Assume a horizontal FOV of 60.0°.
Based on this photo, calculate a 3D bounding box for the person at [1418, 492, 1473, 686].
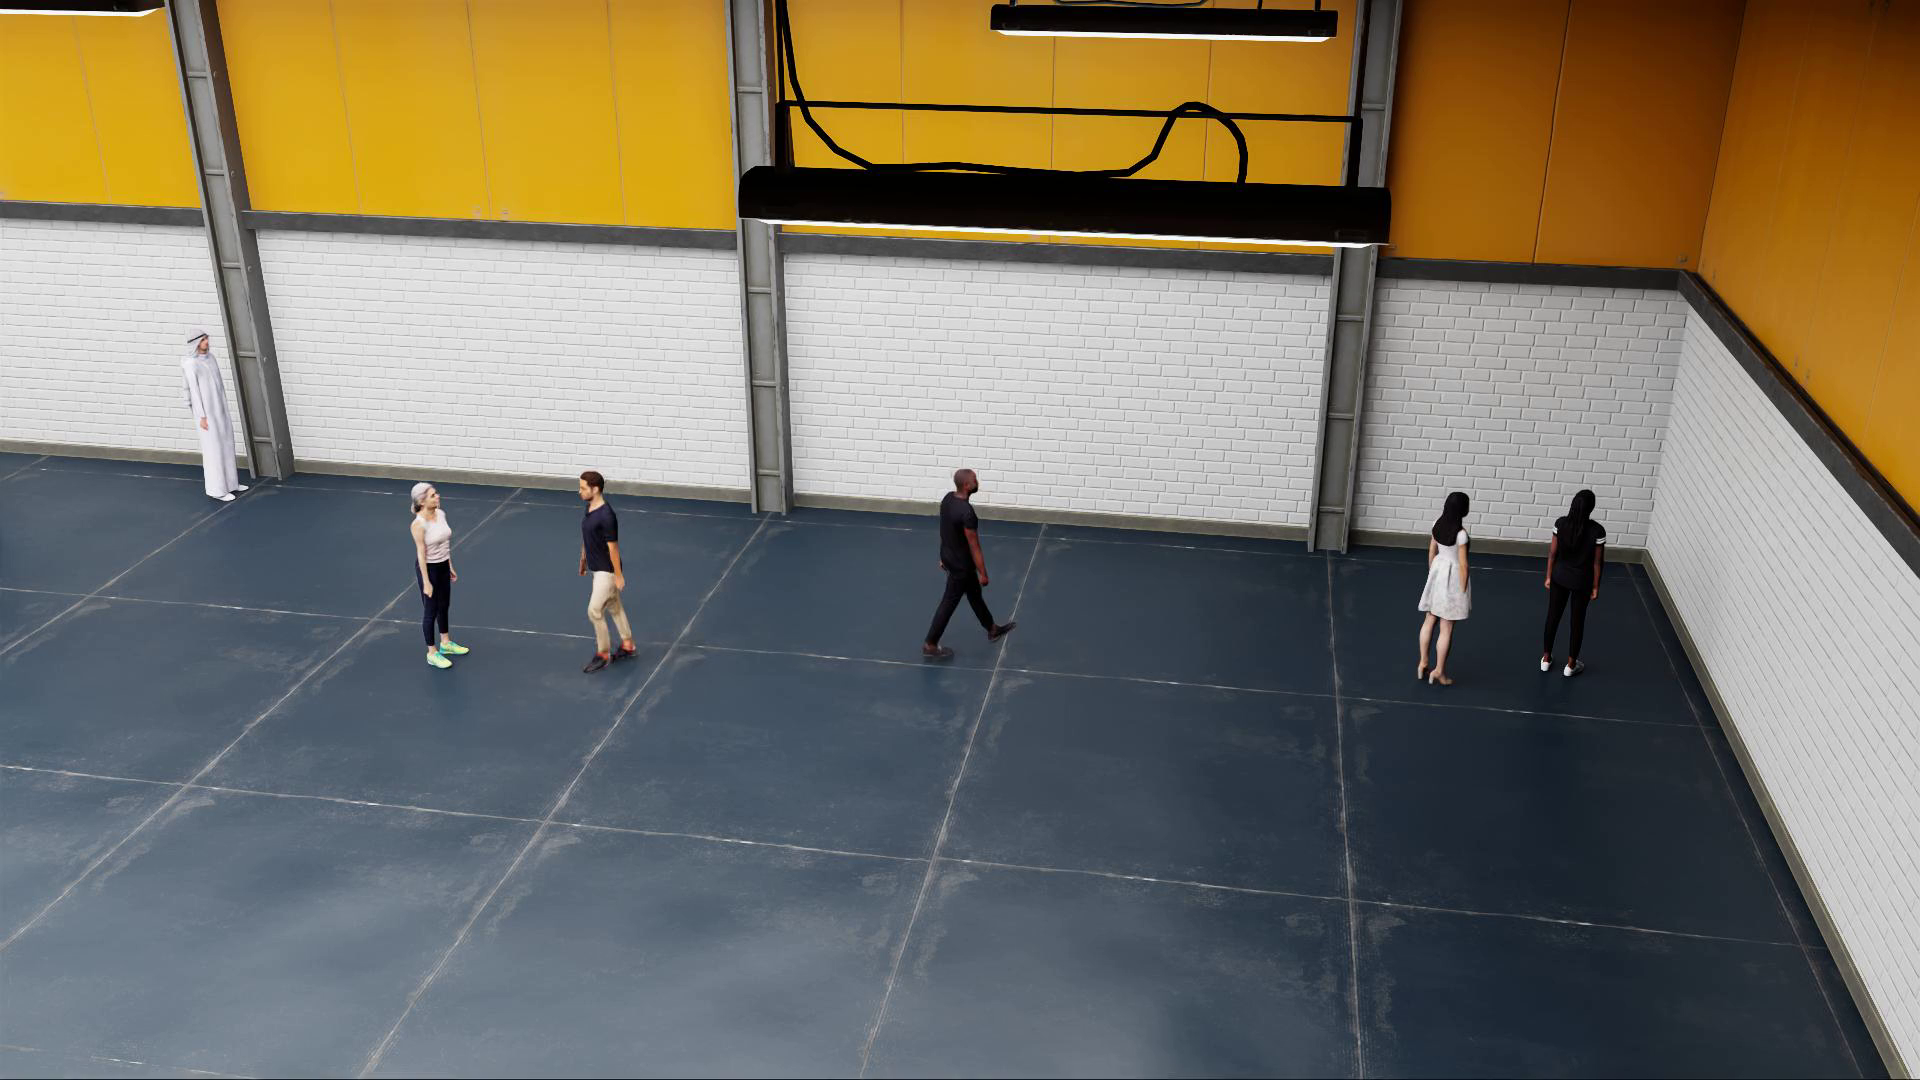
[{"bbox_3d":[4.210,0.412,14.410,0.820,1.773,0.775,-12,26,-25],"label":"person"}]

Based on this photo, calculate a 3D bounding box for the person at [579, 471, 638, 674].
[{"bbox_3d":[-3.049,0.246,14.710,0.970,1.836,0.908,-14,27,-29],"label":"person"}]

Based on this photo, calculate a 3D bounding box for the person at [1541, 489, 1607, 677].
[{"bbox_3d":[5.369,0.358,14.589,0.636,1.729,0.760,15,28,31],"label":"person"}]

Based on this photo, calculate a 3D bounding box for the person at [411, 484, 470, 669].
[{"bbox_3d":[-4.680,0.286,14.787,0.553,1.701,0.623,7,25,15],"label":"person"}]

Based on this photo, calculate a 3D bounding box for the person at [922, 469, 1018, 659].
[{"bbox_3d":[-0.087,0.251,14.781,1.281,1.771,1.062,-8,25,-18],"label":"person"}]

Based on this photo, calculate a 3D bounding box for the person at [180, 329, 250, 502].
[{"bbox_3d":[-8.282,-1.407,18.380,0.646,1.927,0.687,2,24,5],"label":"person"}]
